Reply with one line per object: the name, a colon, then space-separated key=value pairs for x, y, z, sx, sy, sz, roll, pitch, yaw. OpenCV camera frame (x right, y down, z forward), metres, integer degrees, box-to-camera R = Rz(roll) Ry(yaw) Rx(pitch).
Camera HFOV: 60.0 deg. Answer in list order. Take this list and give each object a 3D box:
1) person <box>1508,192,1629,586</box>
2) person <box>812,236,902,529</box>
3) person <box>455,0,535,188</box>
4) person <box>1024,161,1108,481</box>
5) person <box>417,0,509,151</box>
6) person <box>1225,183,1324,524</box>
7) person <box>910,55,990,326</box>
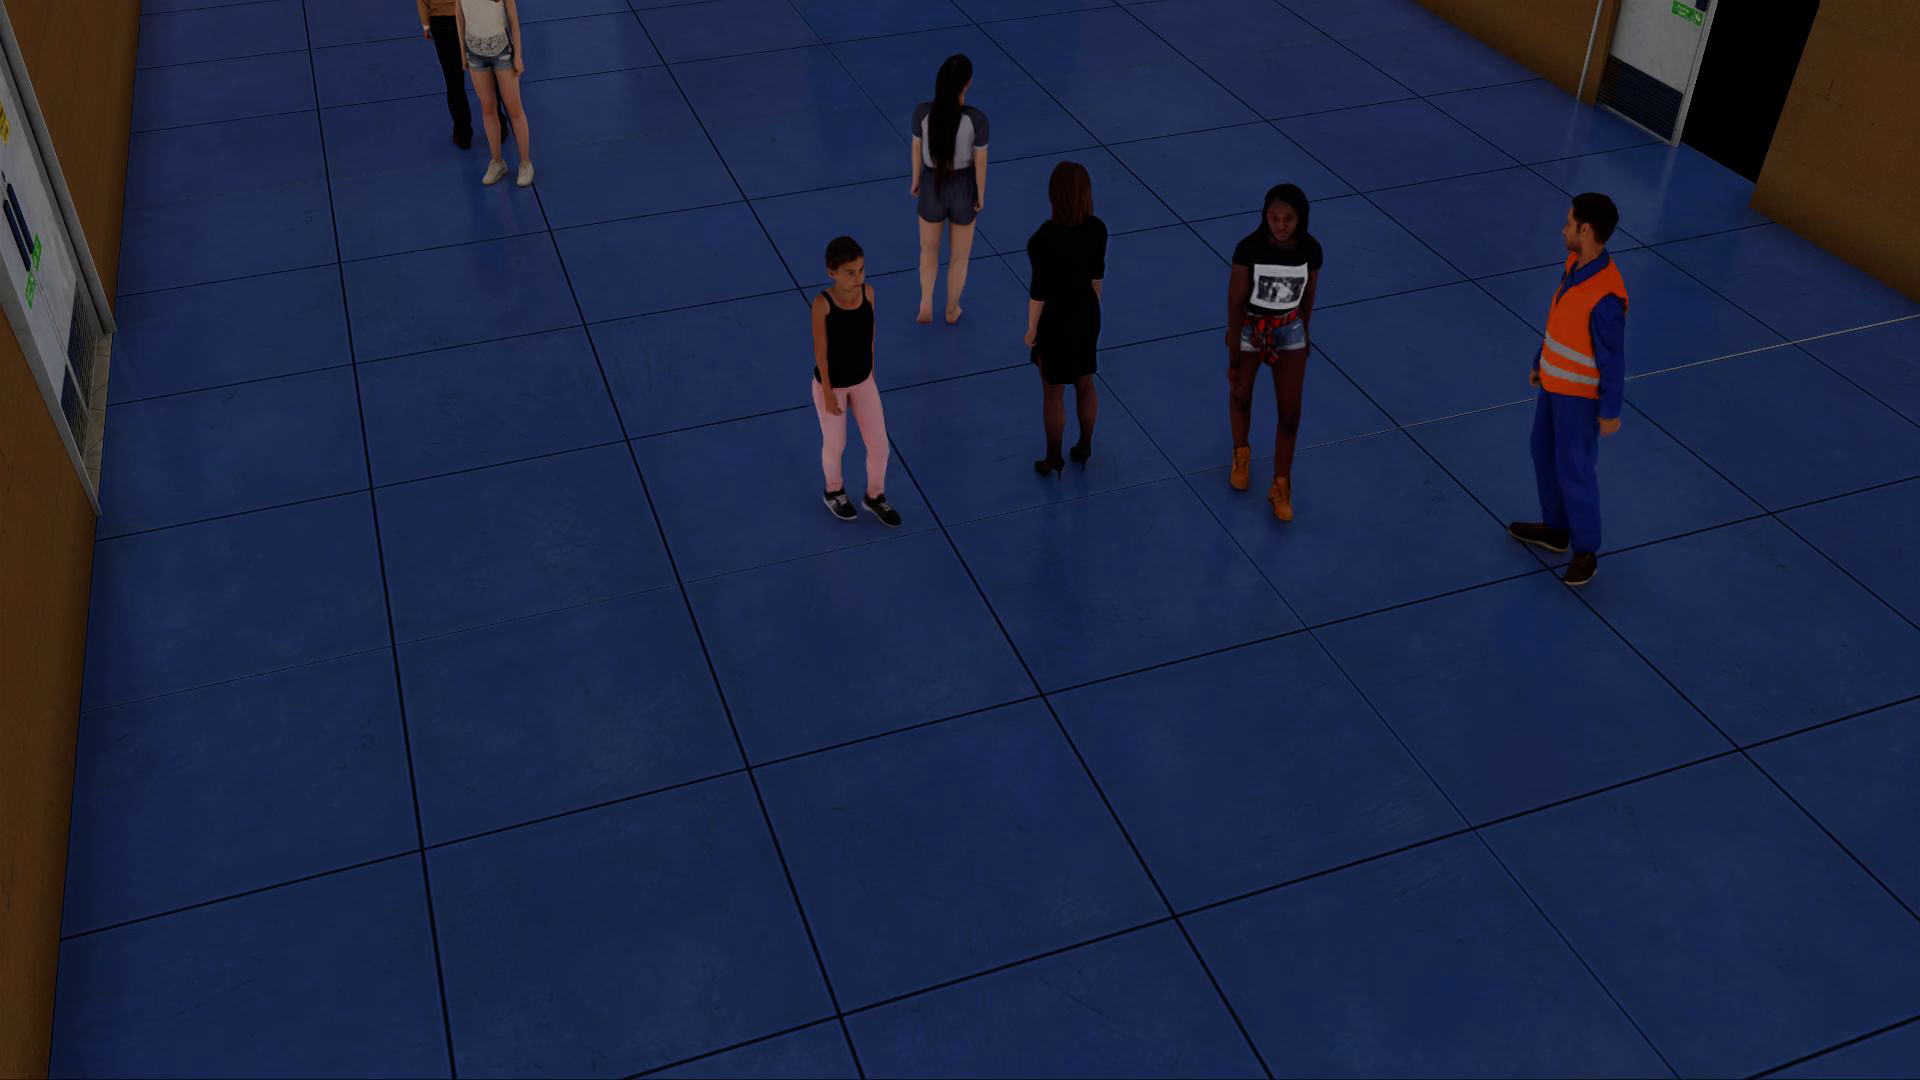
person: x=2.877 y=-0.661 z=7.629 sx=0.785 sy=1.820 sz=0.918 roll=-11 pitch=38 yaw=-14
person: x=-0.593 y=-0.780 z=8.018 sx=0.647 sy=1.543 sz=0.627 roll=-18 pitch=41 yaw=-23
person: x=-3.120 y=-3.240 z=11.115 sx=0.603 sy=1.759 sz=0.714 roll=5 pitch=37 yaw=7
person: x=0.529 y=-1.065 z=8.250 sx=0.491 sy=1.705 sz=0.681 roll=-19 pitch=41 yaw=-24
person: x=-3.502 y=-3.611 z=11.617 sx=0.509 sy=1.751 sz=0.707 roll=-13 pitch=39 yaw=-17
person: x=1.477 y=-0.994 z=8.171 sx=0.858 sy=1.701 sz=0.826 roll=0 pitch=37 yaw=0
person: x=-0.079 y=-1.911 z=9.450 sx=0.800 sy=1.634 sz=0.848 roll=6 pitch=37 yaw=8
